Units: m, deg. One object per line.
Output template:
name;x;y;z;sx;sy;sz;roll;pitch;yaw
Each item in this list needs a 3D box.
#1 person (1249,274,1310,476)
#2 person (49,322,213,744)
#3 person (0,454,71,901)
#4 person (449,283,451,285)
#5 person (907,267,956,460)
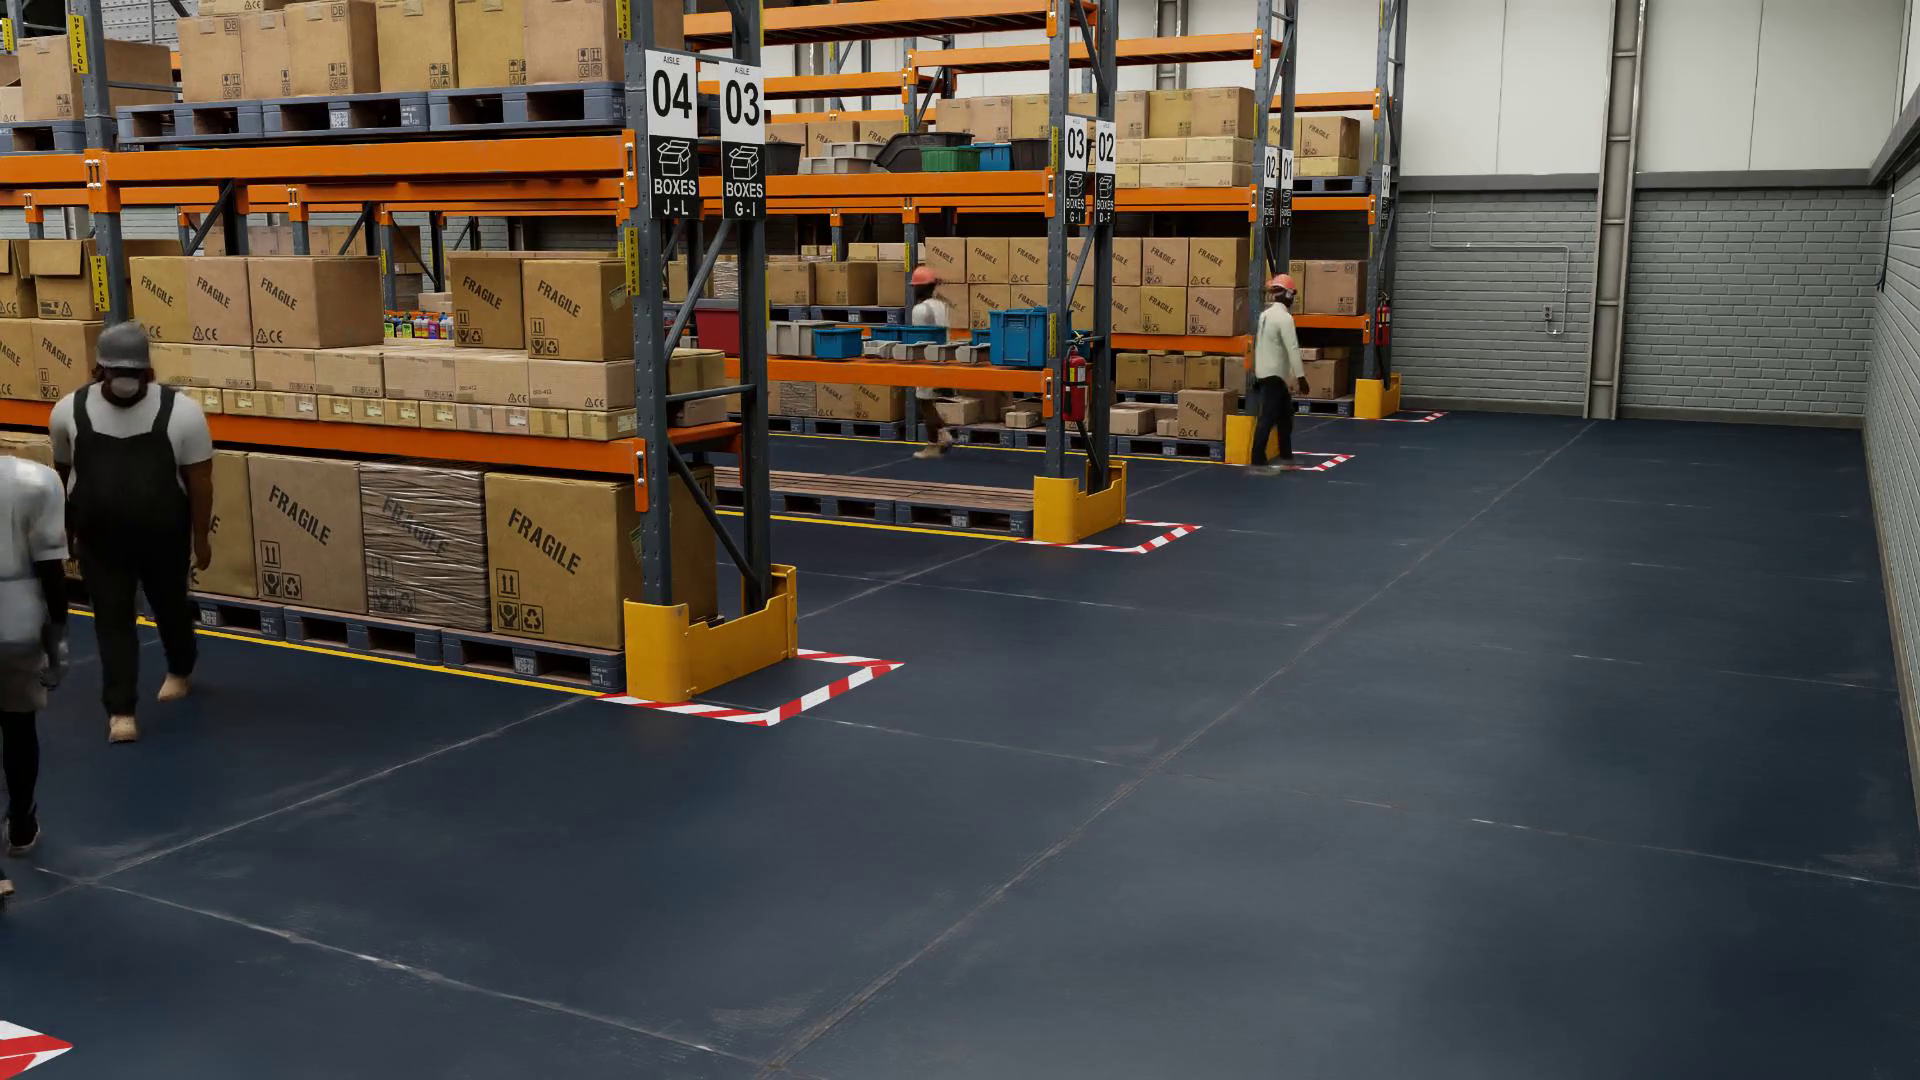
person;3.202;-1.610;16.322;0.790;1.955;0.704;-1;10;-5
person;-3.985;-0.130;8.054;0.713;2.000;1.044;-4;11;-21
person;-3.516;0.322;5.967;0.620;1.918;1.031;-6;12;-28
person;-7.140;-2.934;23.949;0.407;1.820;0.595;4;11;23
person;-0.360;-1.835;17.411;0.423;2.028;0.610;4;11;22
